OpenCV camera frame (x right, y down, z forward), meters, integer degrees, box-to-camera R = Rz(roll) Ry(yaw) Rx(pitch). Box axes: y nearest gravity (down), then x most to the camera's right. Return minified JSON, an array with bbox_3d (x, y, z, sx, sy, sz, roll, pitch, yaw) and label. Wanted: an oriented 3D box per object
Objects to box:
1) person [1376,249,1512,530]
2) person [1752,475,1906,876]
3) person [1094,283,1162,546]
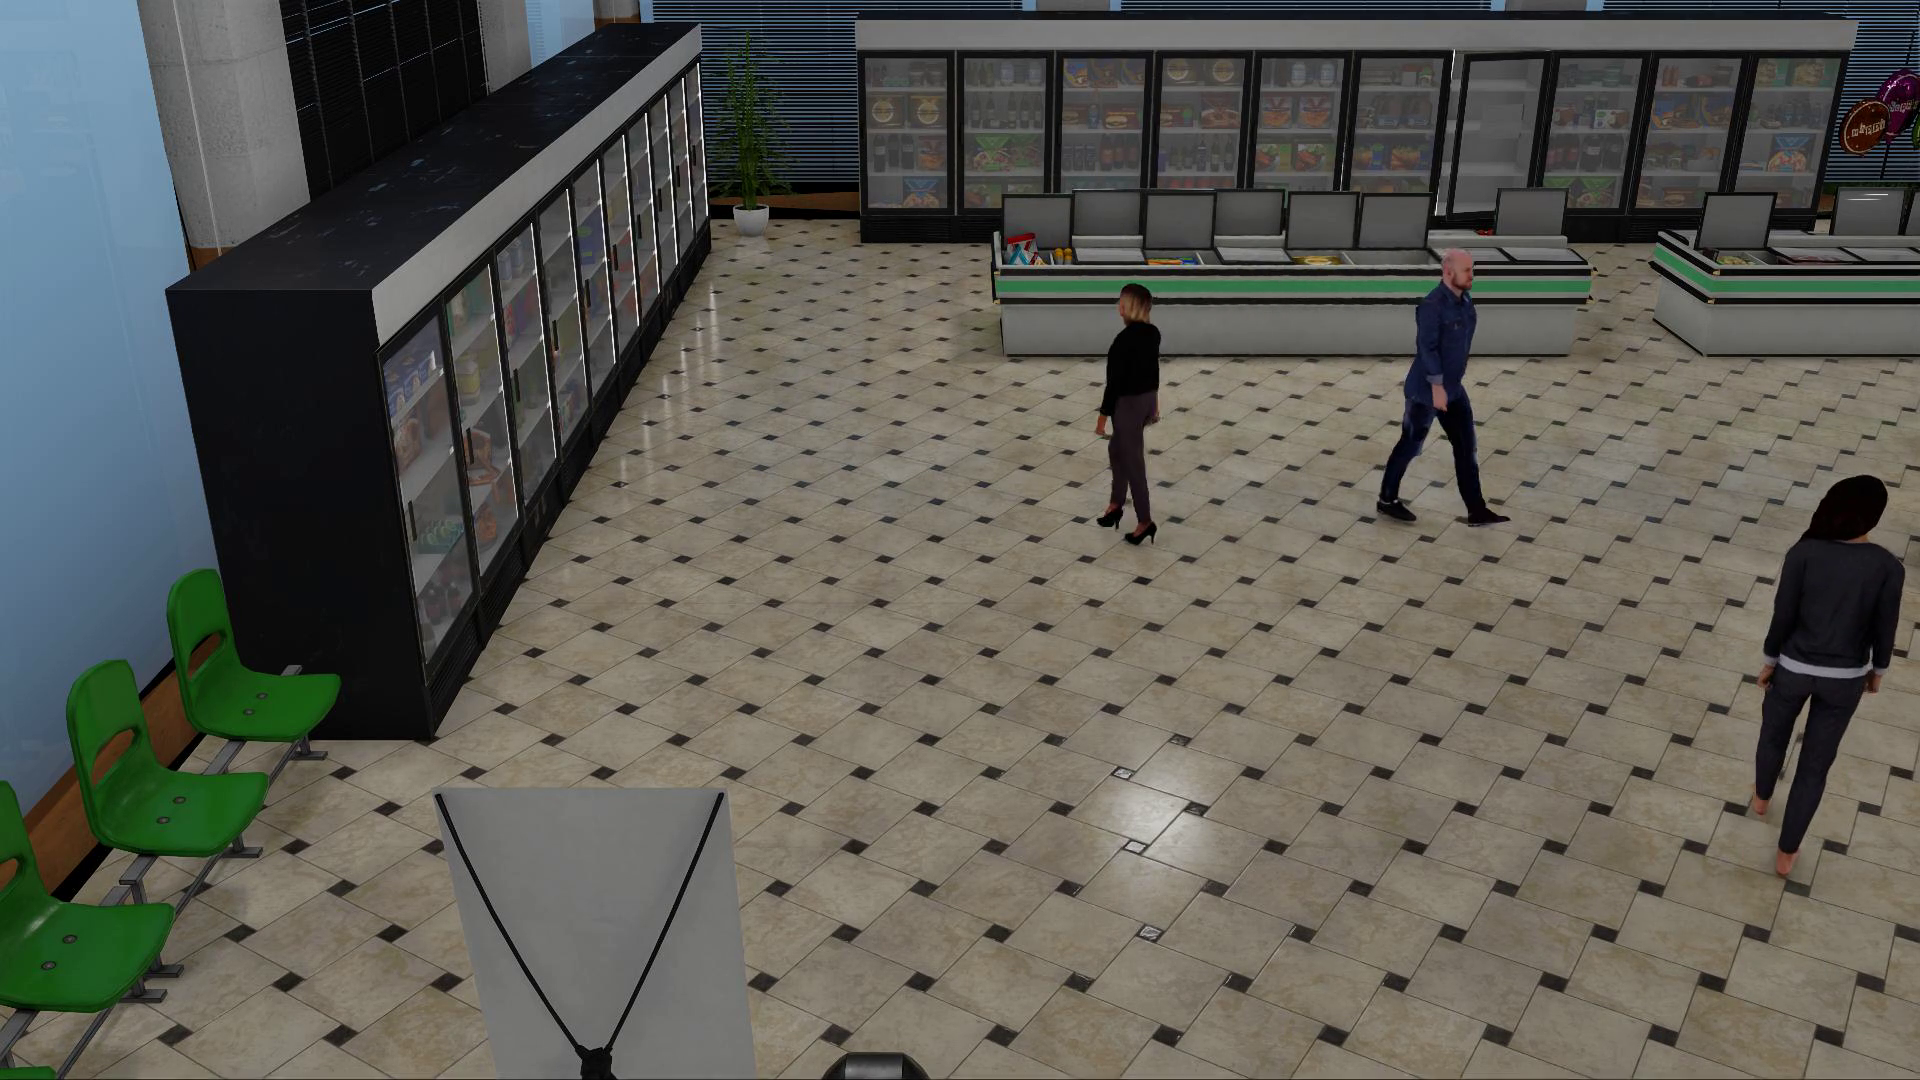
[{"bbox_3d":[2.925,-0.932,10.460,1.147,1.791,1.201,-22,32,-40],"label":"person"},{"bbox_3d":[3.612,0.604,7.017,0.998,1.737,0.971,13,27,27],"label":"person"},{"bbox_3d":[1.133,-0.728,10.163,0.851,1.656,0.789,15,28,31],"label":"person"}]
